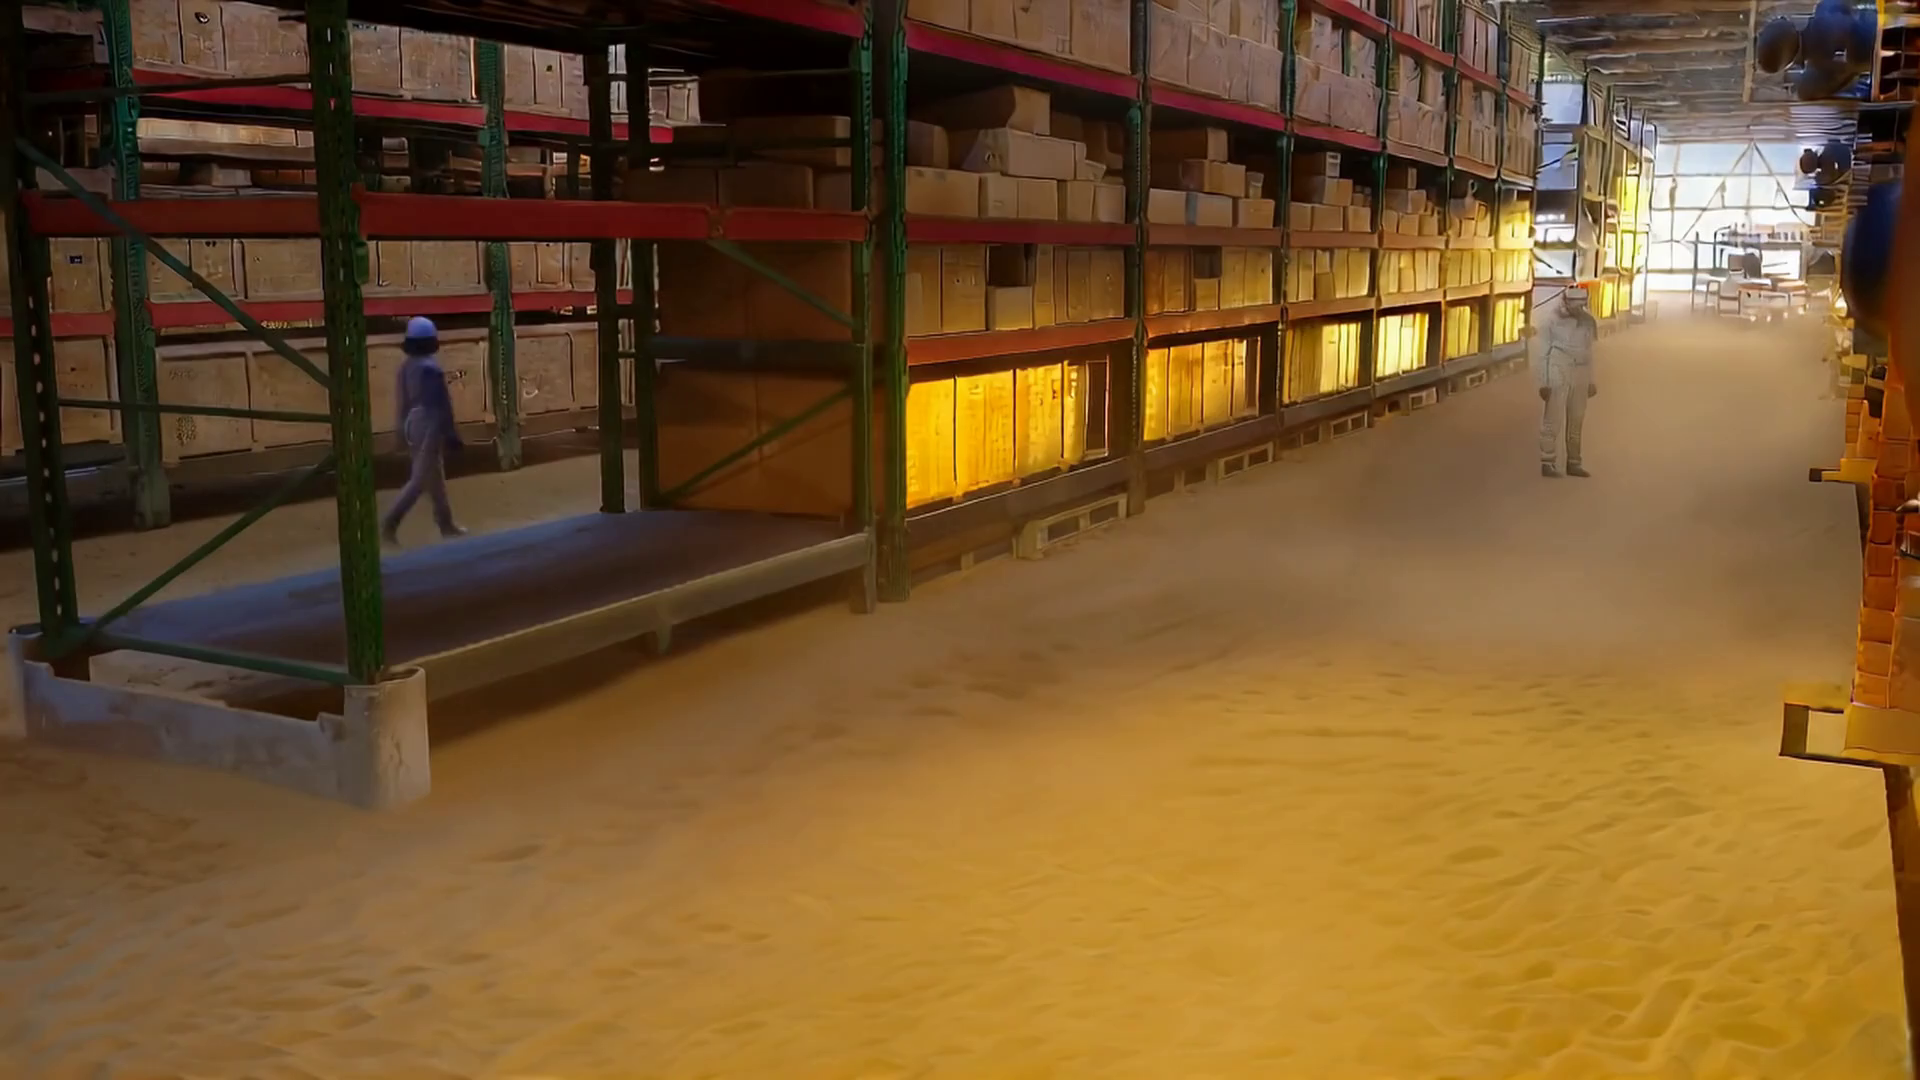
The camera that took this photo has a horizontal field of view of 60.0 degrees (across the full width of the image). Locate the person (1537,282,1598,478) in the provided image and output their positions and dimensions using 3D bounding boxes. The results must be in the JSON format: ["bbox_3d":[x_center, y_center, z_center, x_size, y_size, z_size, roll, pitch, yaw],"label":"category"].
[{"bbox_3d":[5.904,-1.544,16.148,0.649,1.896,0.400,-3,10,-16],"label":"person"}]

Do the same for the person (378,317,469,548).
[{"bbox_3d":[-4.061,-0.813,12.445,0.491,1.707,0.853,8,12,38],"label":"person"}]
